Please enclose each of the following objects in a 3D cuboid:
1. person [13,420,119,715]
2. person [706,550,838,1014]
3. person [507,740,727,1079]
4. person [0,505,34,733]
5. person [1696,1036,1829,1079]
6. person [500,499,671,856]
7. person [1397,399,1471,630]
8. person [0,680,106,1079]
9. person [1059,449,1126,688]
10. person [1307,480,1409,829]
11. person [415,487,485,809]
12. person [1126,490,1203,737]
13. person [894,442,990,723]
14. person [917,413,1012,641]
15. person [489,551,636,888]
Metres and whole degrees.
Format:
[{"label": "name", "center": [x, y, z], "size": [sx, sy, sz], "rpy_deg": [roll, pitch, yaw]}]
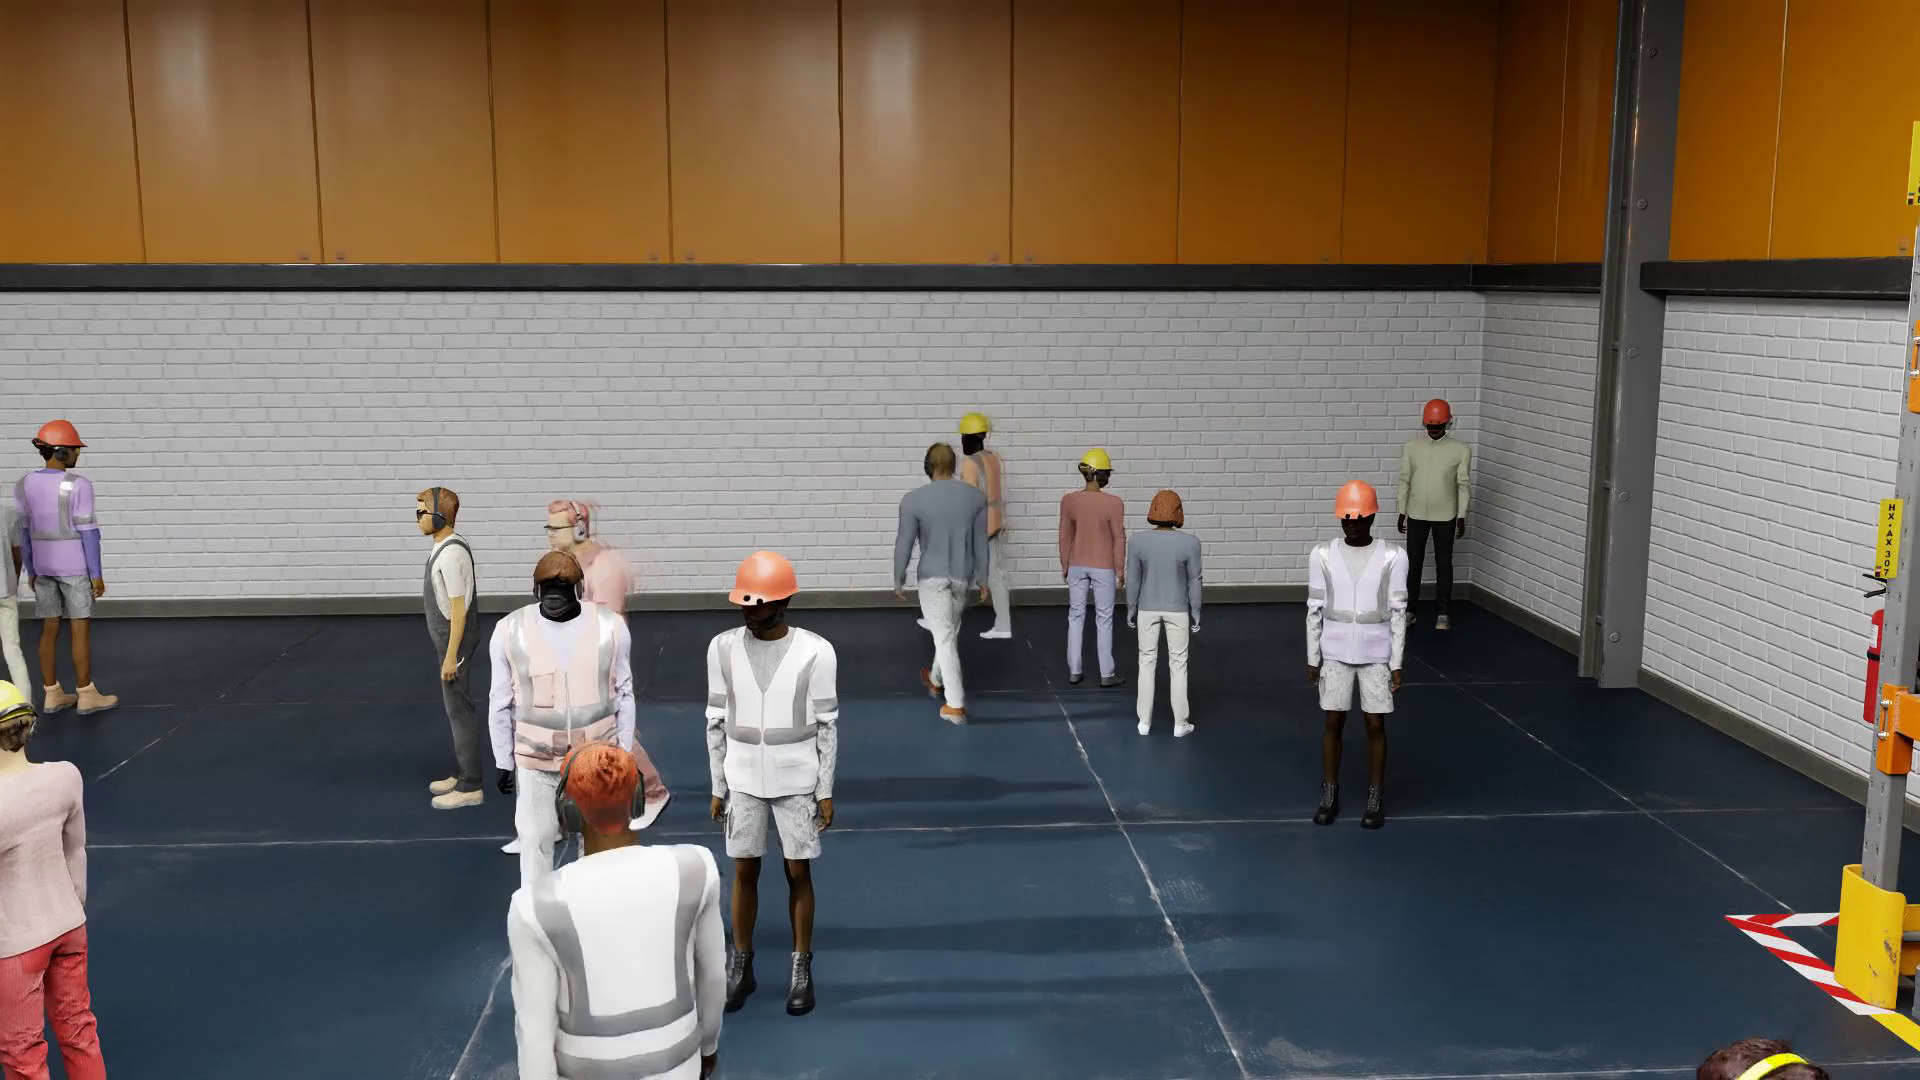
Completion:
[{"label": "person", "center": [-6.198, 0.189, 11.530], "size": [0.611, 2.040, 0.393], "rpy_deg": [2, 9, 14]}, {"label": "person", "center": [-0.773, 0.992, 6.820], "size": [0.547, 1.934, 0.375], "rpy_deg": [1, 9, 6]}, {"label": "person", "center": [-0.875, 1.434, 4.399], "size": [0.591, 1.837, 0.999], "rpy_deg": [-4, 10, -23]}, {"label": "person", "center": [-6.441, 0.385, 11.022], "size": [0.967, 1.826, 0.505], "rpy_deg": [9, 13, 44]}, {"label": "person", "center": [1.221, 1.685, 2.854], "size": [0.567, 1.827, 0.635], "rpy_deg": [6, 11, 33]}, {"label": "person", "center": [-1.985, 0.700, 8.886], "size": [0.648, 1.869, 0.955], "rpy_deg": [7, 12, 39]}, {"label": "person", "center": [4.051, -0.223, 14.284], "size": [0.608, 1.989, 0.387], "rpy_deg": [4, 10, 25]}, {"label": "person", "center": [-3.053, 1.306, 5.408], "size": [0.327, 1.760, 0.523], "rpy_deg": [2, 9, 12]}, {"label": "person", "center": [0.984, 0.207, 12.287], "size": [0.525, 1.765, 0.329], "rpy_deg": [5, 10, 30]}, {"label": "person", "center": [2.166, 0.627, 9.129], "size": [0.541, 1.932, 0.383], "rpy_deg": [3, 10, 19]}, {"label": "person", "center": [-2.910, 0.608, 9.509], "size": [0.325, 1.843, 0.516], "rpy_deg": [-3, 9, -17]}, {"label": "person", "center": [1.343, 0.482, 10.965], "size": [0.505, 1.632, 0.269], "rpy_deg": [3, 9, 15]}, {"label": "person", "center": [-0.146, 0.263, 11.571], "size": [0.652, 1.878, 1.030], "rpy_deg": [-4, 10, -24]}, {"label": "person", "center": [0.062, -0.110, 13.860], "size": [0.910, 1.884, 0.619], "rpy_deg": [5, 10, 28]}, {"label": "person", "center": [-1.745, 0.954, 7.356], "size": [0.636, 1.840, 0.429], "rpy_deg": [-3, 10, -18]}]
